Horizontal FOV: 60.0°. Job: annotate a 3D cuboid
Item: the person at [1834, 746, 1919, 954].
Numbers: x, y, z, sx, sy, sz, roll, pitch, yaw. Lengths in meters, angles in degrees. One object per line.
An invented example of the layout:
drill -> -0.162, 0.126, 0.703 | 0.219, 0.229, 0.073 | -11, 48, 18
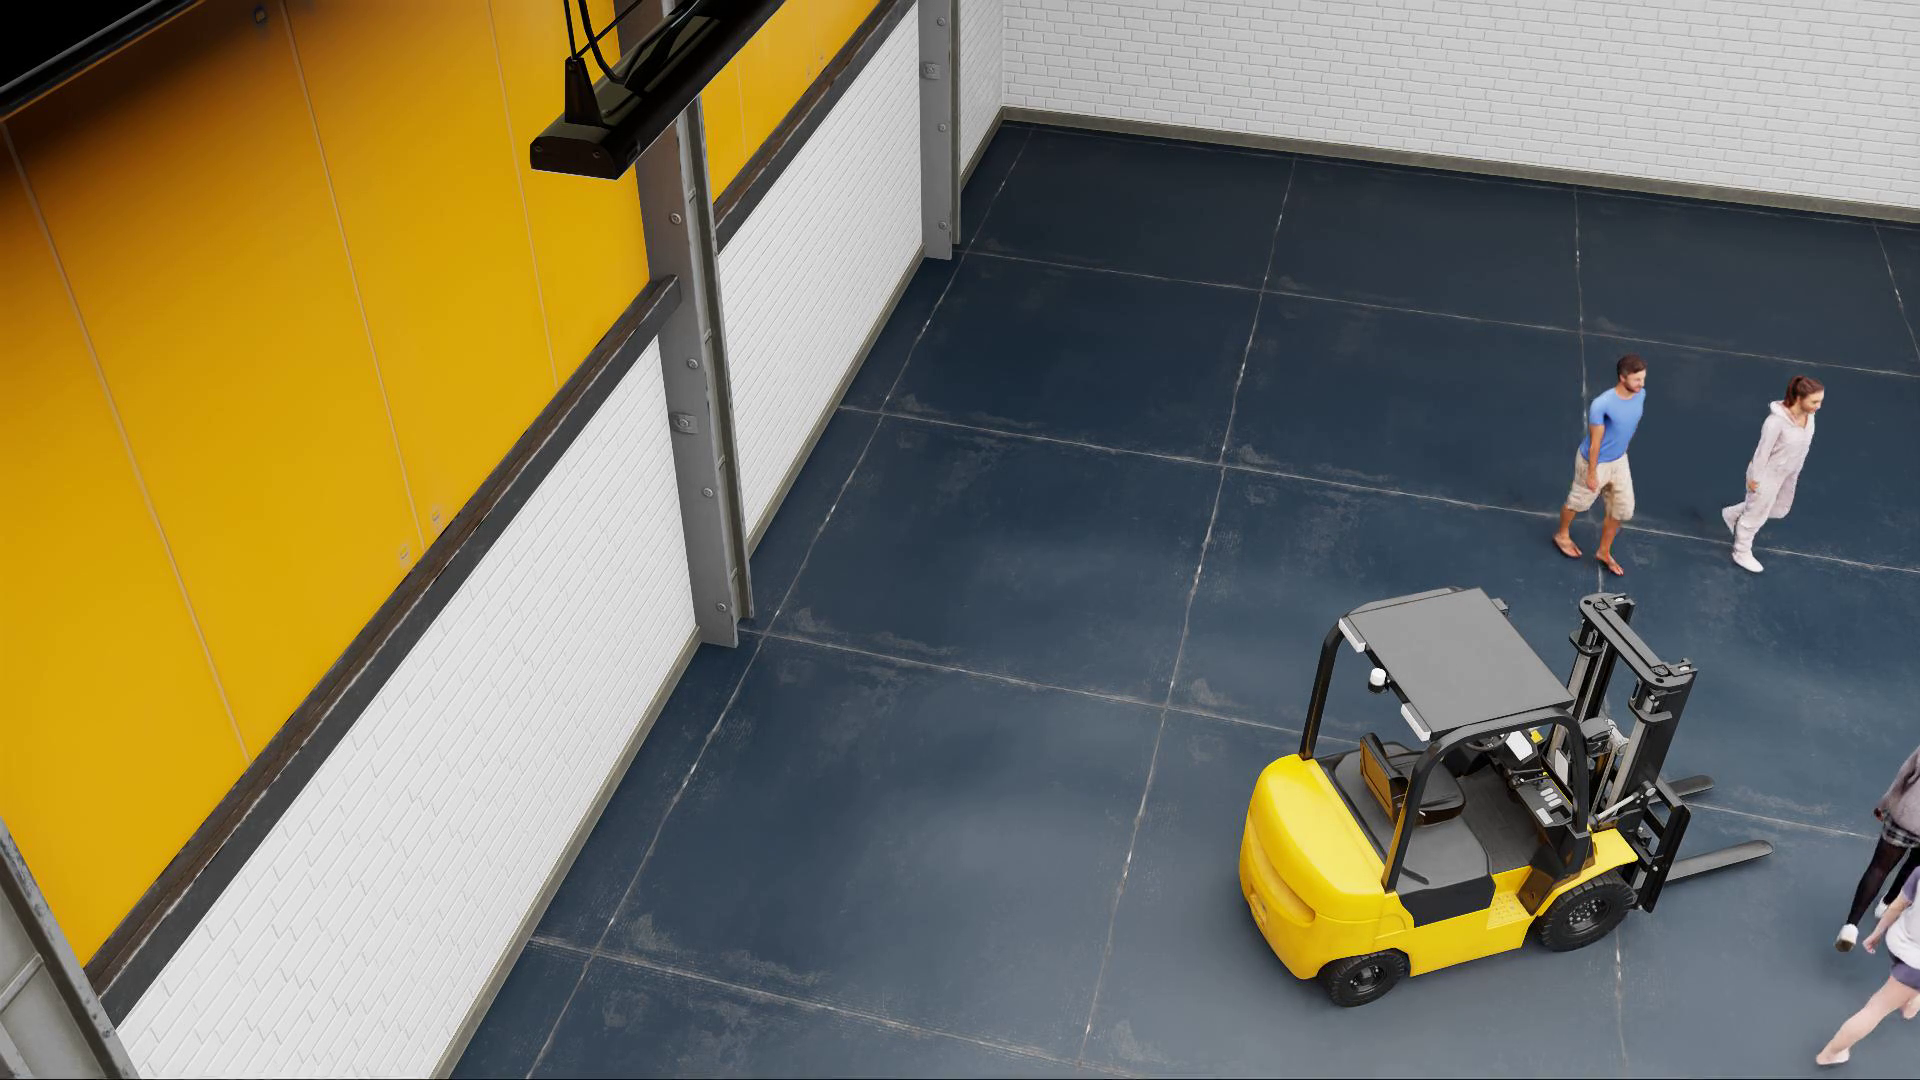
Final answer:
person -> 5.551, 1.720, 9.672 | 1.000, 1.740, 1.206 | 27, 46, 30

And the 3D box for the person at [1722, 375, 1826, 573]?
person -> 6.100, -0.570, 12.585 | 0.865, 1.684, 0.928 | -19, 42, -22

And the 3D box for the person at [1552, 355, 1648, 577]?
person -> 4.788, -0.658, 12.569 | 0.916, 1.842, 1.004 | -15, 41, -18

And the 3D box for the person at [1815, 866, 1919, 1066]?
person -> 5.090, 2.273, 8.997 | 1.068, 1.719, 1.135 | -12, 40, -15
